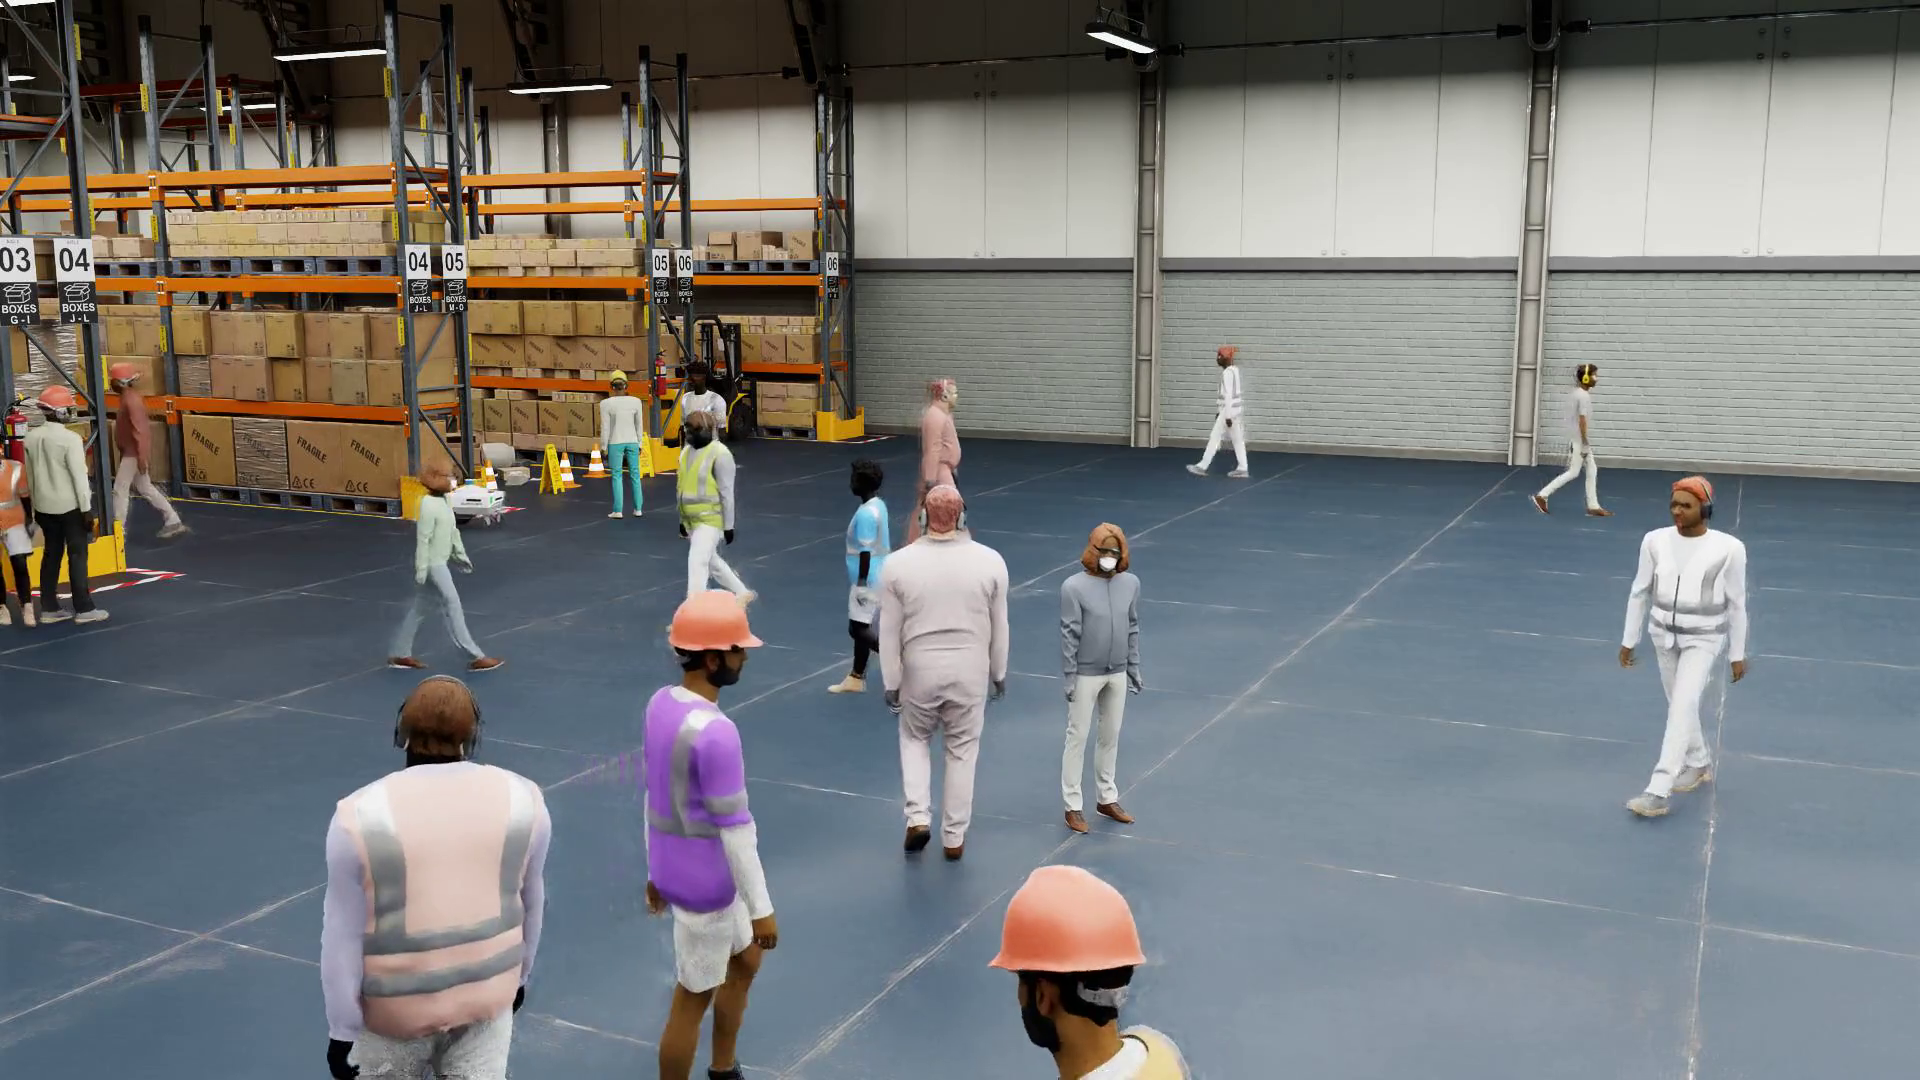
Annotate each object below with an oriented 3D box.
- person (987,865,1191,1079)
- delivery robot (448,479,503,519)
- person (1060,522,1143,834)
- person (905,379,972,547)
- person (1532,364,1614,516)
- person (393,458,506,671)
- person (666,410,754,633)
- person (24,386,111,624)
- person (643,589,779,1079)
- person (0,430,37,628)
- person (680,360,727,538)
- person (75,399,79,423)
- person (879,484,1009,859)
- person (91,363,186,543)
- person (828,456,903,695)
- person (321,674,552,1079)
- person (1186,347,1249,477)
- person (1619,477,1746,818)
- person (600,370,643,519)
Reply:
[{"bbox_3d":[0.322,1.530,2.943,0.682,1.908,0.568,5,10,28],"label":"person"},{"bbox_3d":[-5.573,-0.449,18.923,0.707,0.478,0.477,1,9,9],"label":"delivery robot"},{"bbox_3d":[0.745,0.715,8.775,0.498,1.633,0.282,-5,11,-30],"label":"person"},{"bbox_3d":[-0.121,-0.667,16.562,0.979,1.852,0.669,0,9,-1],"label":"person"},{"bbox_3d":[7.352,-1.188,19.854,0.888,1.836,0.525,3,10,17],"label":"person"},{"bbox_3d":[-3.805,0.187,12.179,0.855,1.582,0.507,-1,9,-6],"label":"person"},{"bbox_3d":[-2.055,-0.177,13.723,0.900,1.812,0.636,-8,12,-41],"label":"person"},{"bbox_3d":[-7.477,-0.279,13.860,0.653,1.988,0.524,3,10,20],"label":"person"},{"bbox_3d":[-0.769,1.106,5.502,0.657,1.911,0.560,-5,10,-26],"label":"person"},{"bbox_3d":[-7.854,-0.085,13.590,0.538,1.670,0.614,-6,11,-33],"label":"person"},{"bbox_3d":[-2.810,-0.975,18.115,0.610,1.964,0.365,6,11,32],"label":"person"},{"bbox_3d":[-10.837,-1.270,19.842,0.626,1.991,0.997,-5,11,-30],"label":"person"},{"bbox_3d":[-0.077,0.663,8.311,0.648,1.888,0.427,0,9,-2],"label":"person"},{"bbox_3d":[-8.939,-0.951,18.033,0.935,1.956,0.630,-5,11,-29],"label":"person"},{"bbox_3d":[-0.610,0.265,11.370,0.608,1.686,0.546,1,9,6],"label":"person"},{"bbox_3d":[-1.478,1.286,4.702,0.643,1.823,0.488,-6,11,-33],"label":"person"},{"bbox_3d":[3.690,-1.810,23.592,0.939,1.838,0.601,4,10,21],"label":"person"},{"bbox_3d":[3.975,0.557,9.156,0.999,1.831,0.602,-7,12,-38],"label":"person"},{"bbox_3d":[-4.005,-1.125,19.680,0.525,1.759,0.337,-5,11,-30],"label":"person"}]
